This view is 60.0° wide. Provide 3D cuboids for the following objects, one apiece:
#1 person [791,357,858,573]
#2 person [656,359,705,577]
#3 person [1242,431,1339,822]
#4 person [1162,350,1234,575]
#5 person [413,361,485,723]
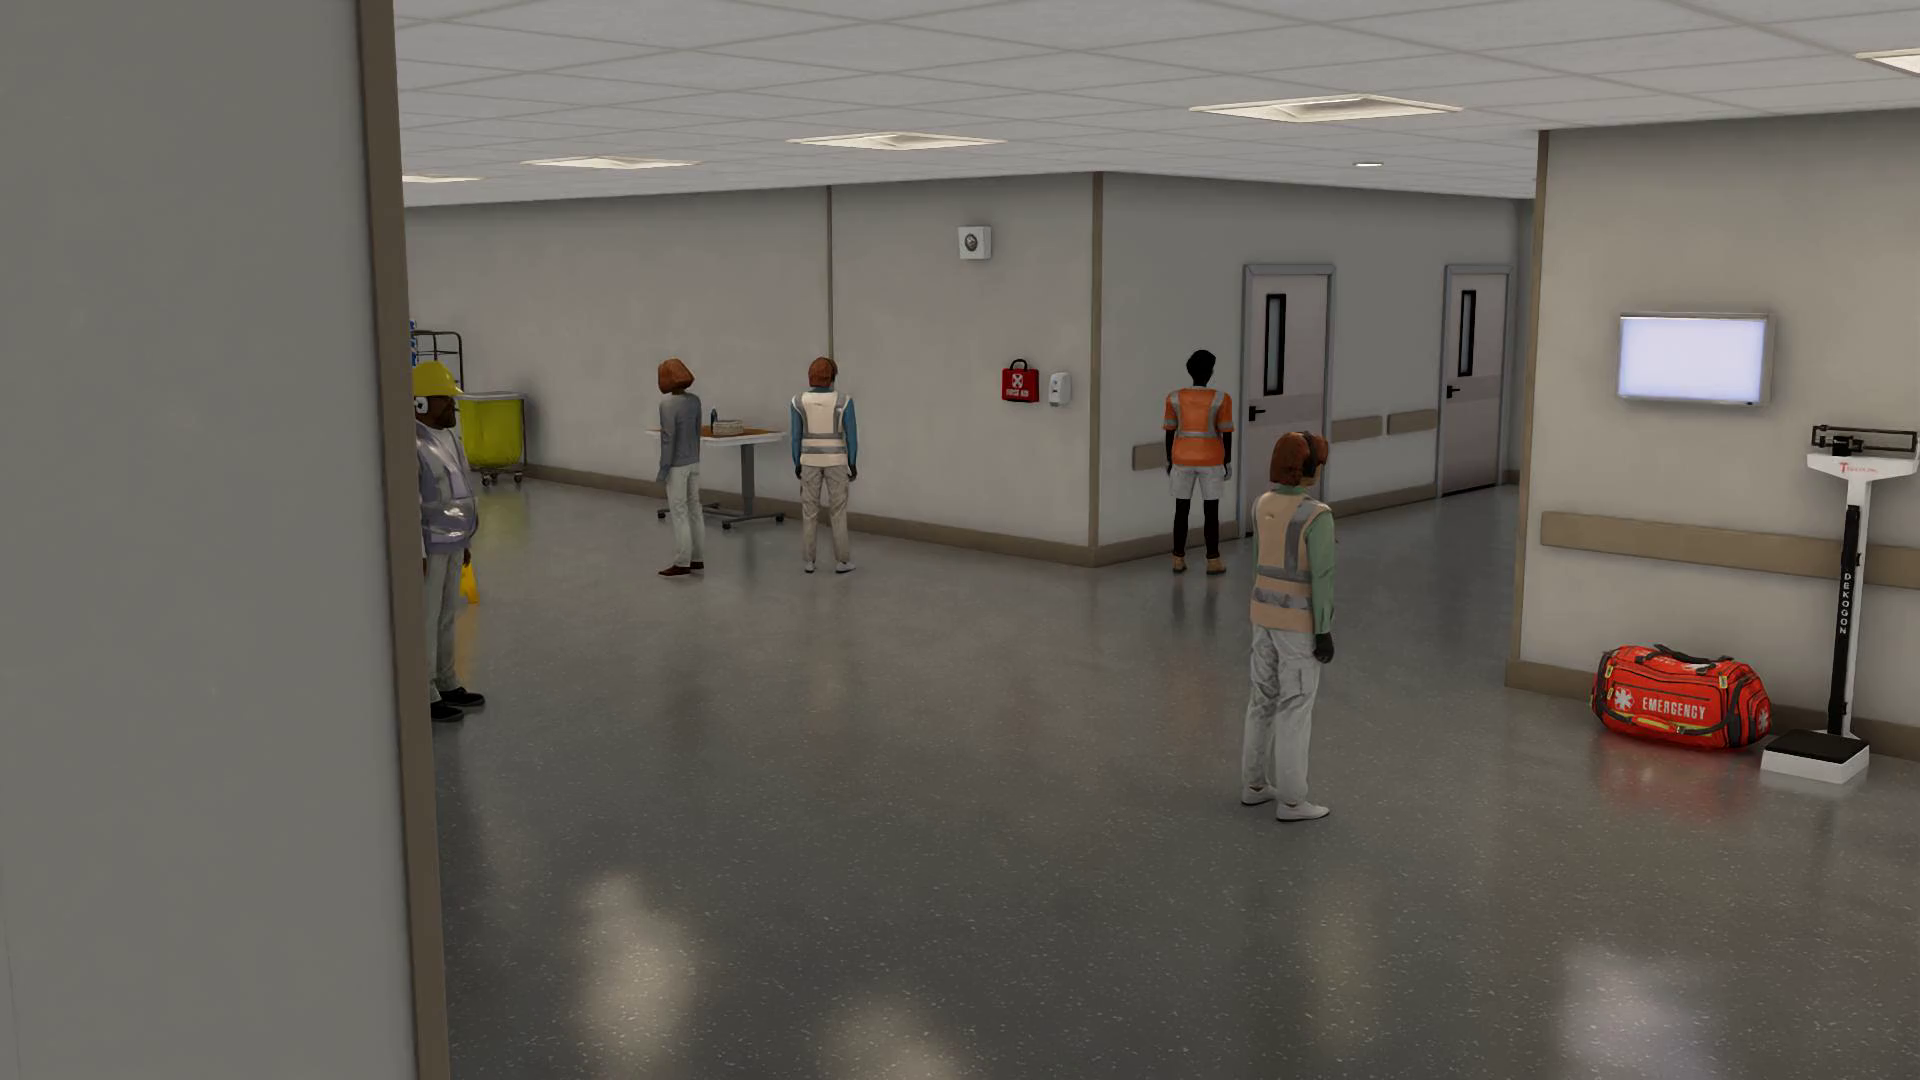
[{"bbox_3d":[-1.022,-0.558,12.559,0.513,1.641,0.307,1,9,8],"label":"person"},{"bbox_3d":[-2.104,-0.540,12.466,0.282,1.633,0.498,4,10,22],"label":"person"},{"bbox_3d":[1.379,0.359,6.972,0.315,1.629,0.508,-4,10,-22],"label":"person"},{"bbox_3d":[1.797,-0.582,12.528,0.541,1.695,0.316,4,10,21],"label":"person"},{"bbox_3d":[-2.674,0.002,8.533,0.403,1.835,0.588,1,9,7],"label":"person"}]
